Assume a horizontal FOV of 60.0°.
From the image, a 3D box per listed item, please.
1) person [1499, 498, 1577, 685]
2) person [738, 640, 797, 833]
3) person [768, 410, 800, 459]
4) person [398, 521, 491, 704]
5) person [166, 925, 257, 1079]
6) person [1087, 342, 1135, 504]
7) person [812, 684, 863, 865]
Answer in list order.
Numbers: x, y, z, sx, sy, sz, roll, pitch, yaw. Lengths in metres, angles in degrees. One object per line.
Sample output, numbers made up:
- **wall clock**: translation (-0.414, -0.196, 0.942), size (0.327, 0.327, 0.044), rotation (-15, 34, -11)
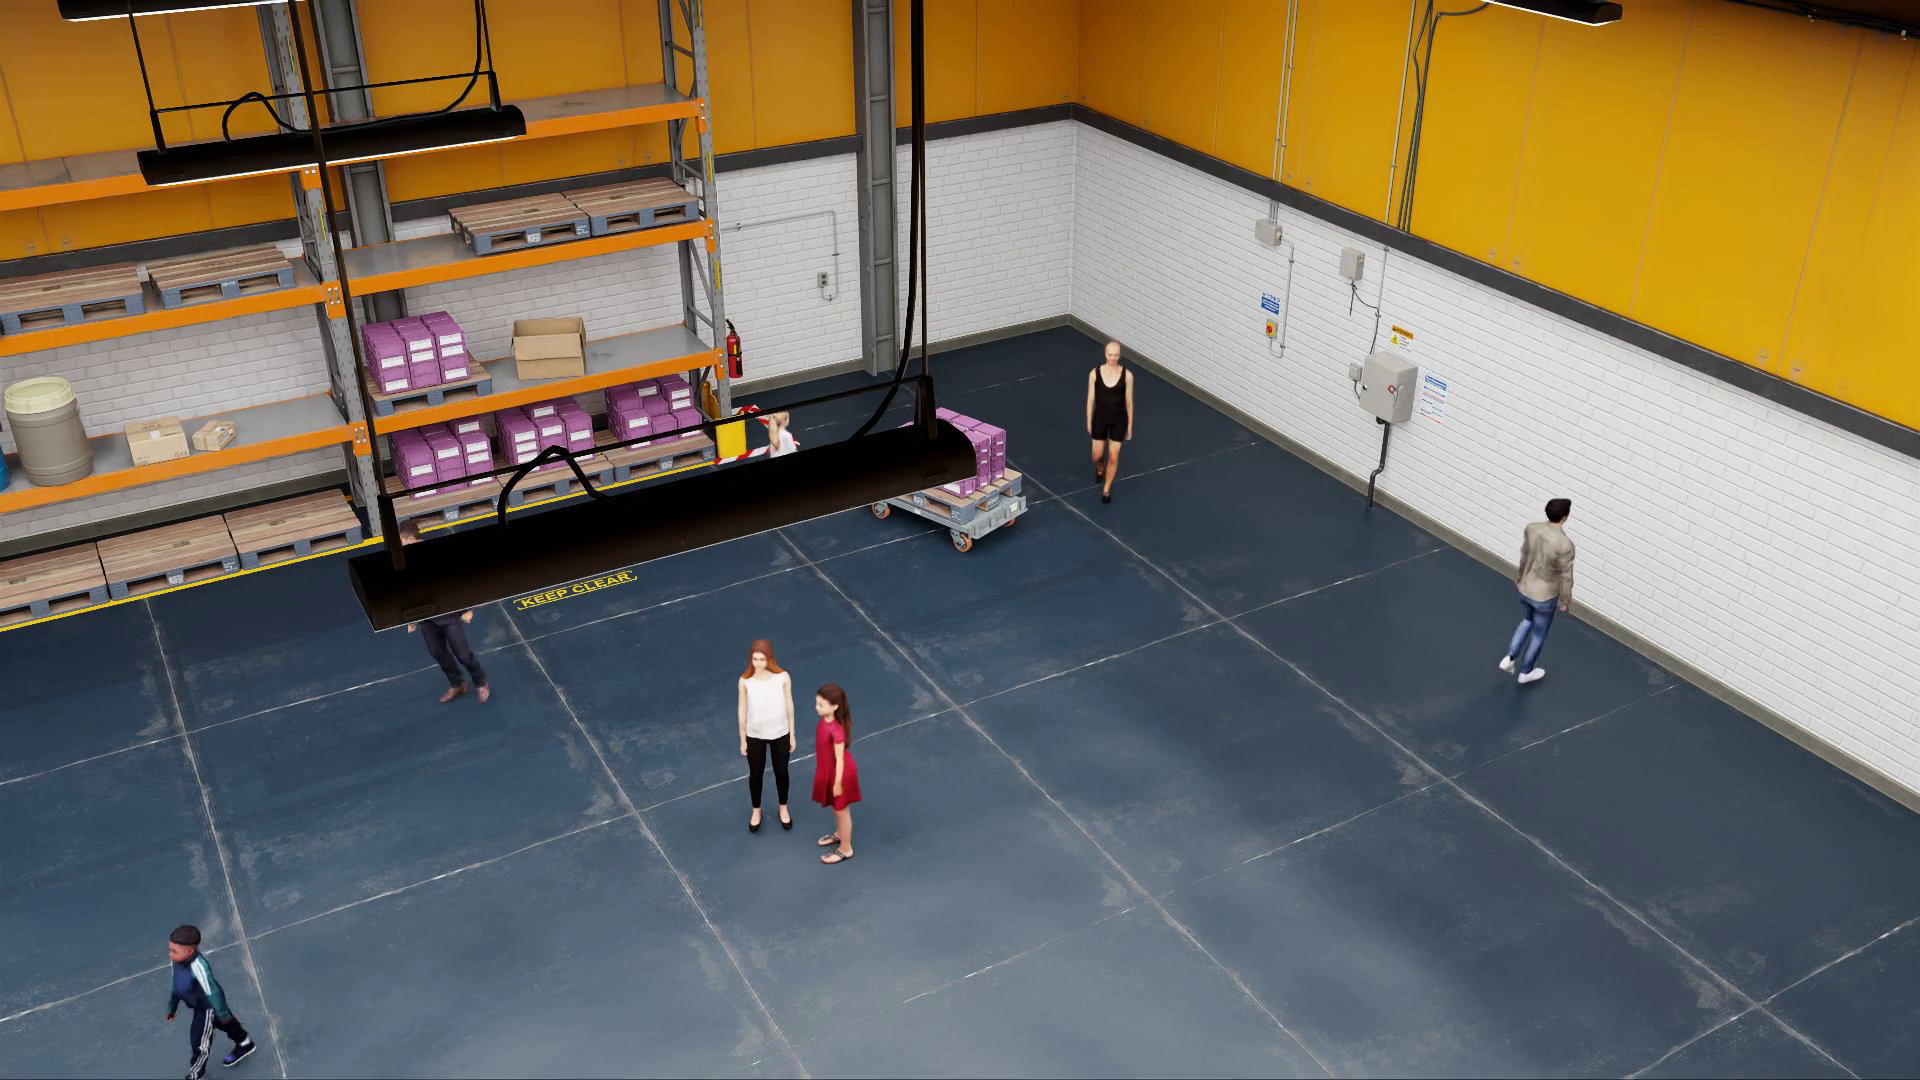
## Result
- **person**: translation (5.053, 0.479, 14.681), size (0.707, 1.851, 0.708), rotation (-17, 33, -28)
- **person**: translation (-1.499, 1.504, 12.939), size (0.568, 1.720, 0.710), rotation (-4, 29, -7)
- **person**: translation (-1.917, -0.769, 17.590), size (0.839, 1.256, 0.559), rotation (-20, 35, -32)
- **person**: translation (-4.484, 0.622, 14.444), size (0.860, 1.826, 0.932), rotation (-1, 29, -1)
- **person**: translation (-4.834, 2.965, 10.774), size (0.658, 1.228, 0.901), rotation (25, 37, 38)
- **person**: translation (1.629, -1.308, 18.008), size (0.890, 1.802, 0.935), rotation (3, 29, 5)
- **person**: translation (-0.936, 1.738, 12.683), size (0.650, 1.554, 0.590), rotation (-10, 30, -17)
